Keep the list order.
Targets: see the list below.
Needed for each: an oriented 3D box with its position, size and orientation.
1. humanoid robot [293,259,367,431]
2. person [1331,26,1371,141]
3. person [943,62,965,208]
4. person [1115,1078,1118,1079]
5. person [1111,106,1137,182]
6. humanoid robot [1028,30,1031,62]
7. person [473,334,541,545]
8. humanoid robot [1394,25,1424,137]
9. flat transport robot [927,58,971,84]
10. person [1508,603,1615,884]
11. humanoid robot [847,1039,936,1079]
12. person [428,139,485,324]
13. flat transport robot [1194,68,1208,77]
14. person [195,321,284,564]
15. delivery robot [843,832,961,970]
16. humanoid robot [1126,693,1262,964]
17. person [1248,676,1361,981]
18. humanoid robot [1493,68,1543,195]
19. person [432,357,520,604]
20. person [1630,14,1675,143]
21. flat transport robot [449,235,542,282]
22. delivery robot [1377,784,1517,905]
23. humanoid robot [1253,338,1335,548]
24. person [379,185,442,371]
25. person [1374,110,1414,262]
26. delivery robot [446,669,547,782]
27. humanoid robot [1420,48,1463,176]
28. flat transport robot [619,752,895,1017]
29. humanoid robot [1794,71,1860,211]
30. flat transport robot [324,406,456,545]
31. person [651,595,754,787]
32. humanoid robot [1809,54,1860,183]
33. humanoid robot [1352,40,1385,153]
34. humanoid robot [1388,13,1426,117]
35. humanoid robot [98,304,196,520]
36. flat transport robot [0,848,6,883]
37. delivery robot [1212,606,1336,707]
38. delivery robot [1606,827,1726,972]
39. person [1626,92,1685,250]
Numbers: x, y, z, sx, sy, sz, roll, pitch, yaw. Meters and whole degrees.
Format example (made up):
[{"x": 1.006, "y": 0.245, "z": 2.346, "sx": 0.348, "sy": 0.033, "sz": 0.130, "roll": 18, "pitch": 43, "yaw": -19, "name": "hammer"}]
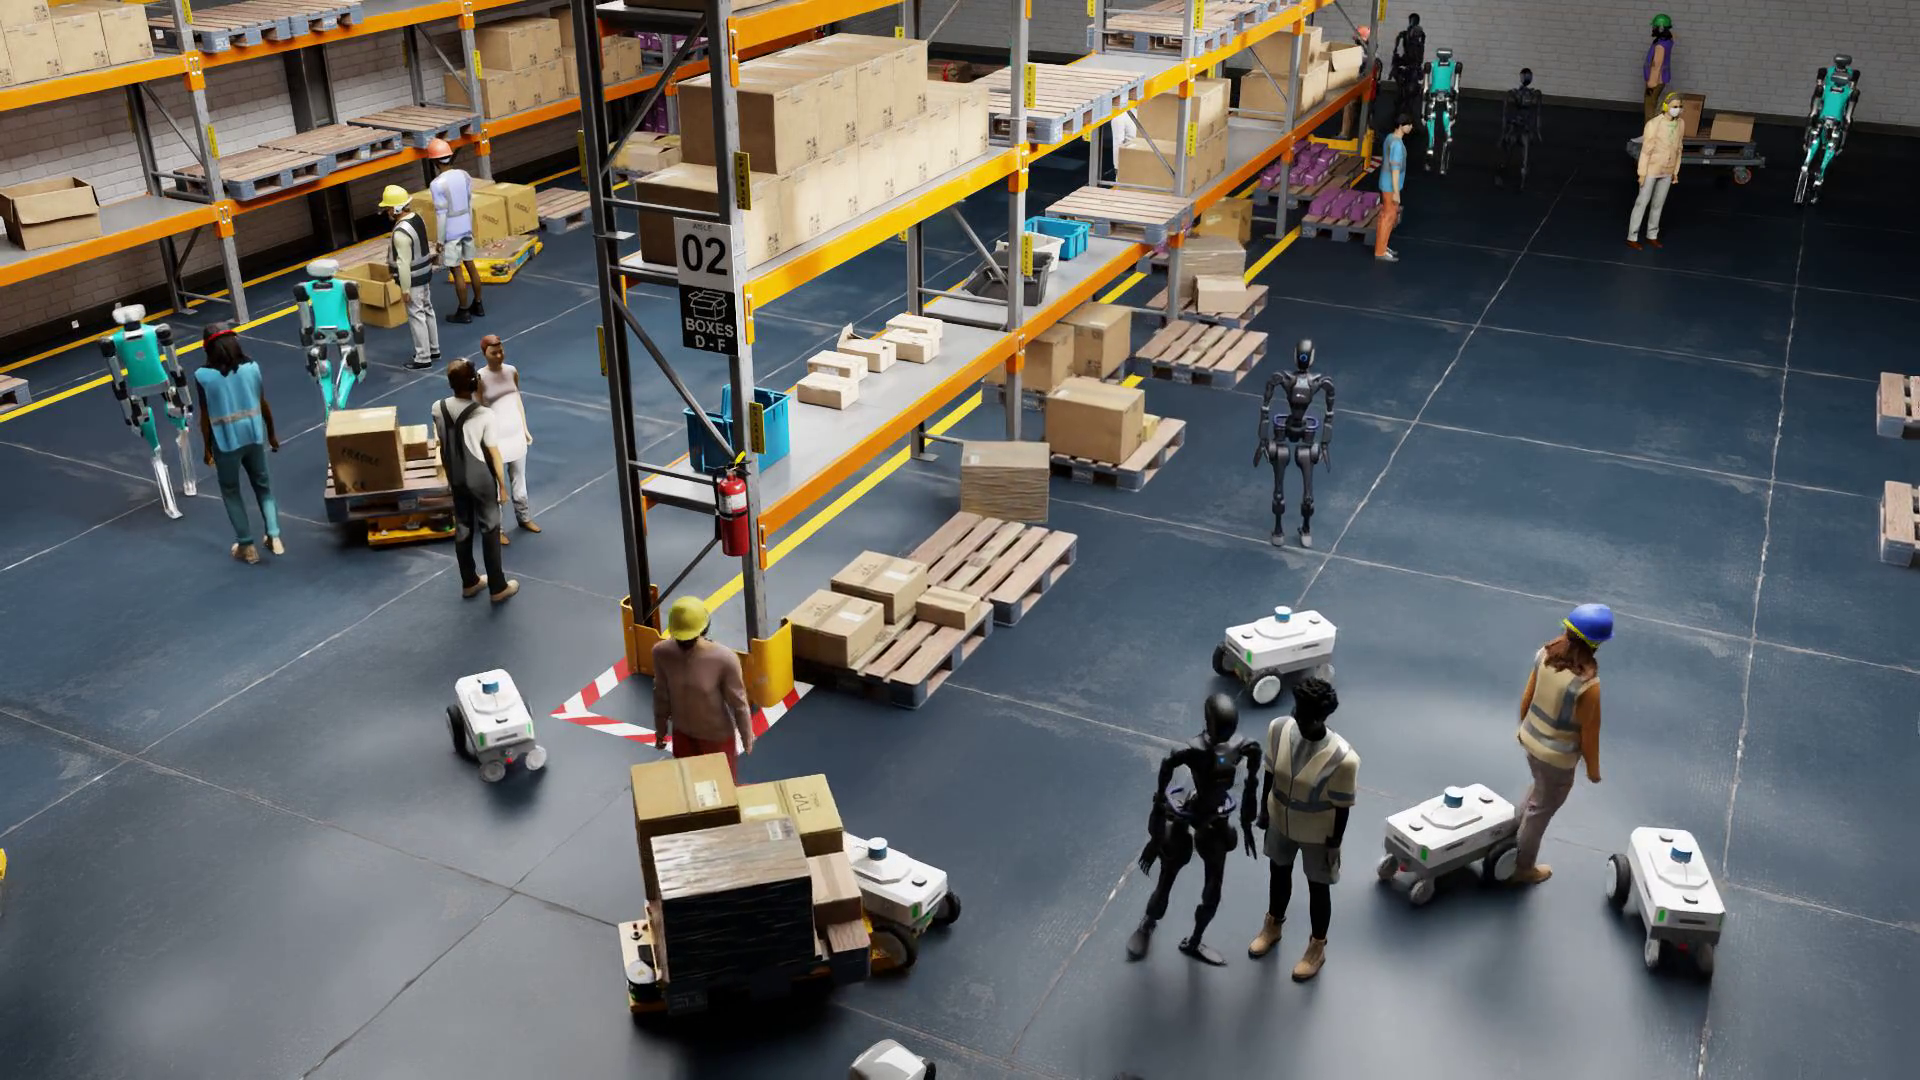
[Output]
[{"x": -5.309, "y": -1.408, "z": 14.005, "sx": 0.539, "sy": 1.751, "sz": 0.874, "roll": -2, "pitch": 26, "yaw": -4, "name": "humanoid robot"}, {"x": 5.970, "y": -6.819, "z": 24.904, "sx": 0.603, "sy": 1.717, "sz": 0.581, "roll": 13, "pitch": 29, "yaw": 25, "name": "person"}, {"x": -0.153, "y": -5.295, "z": 21.700, "sx": 0.387, "sy": 1.841, "sz": 0.563, "roll": 18, "pitch": 32, "yaw": 32, "name": "person"}, {"x": 0.496, "y": 2.622, "z": 5.663, "sx": 0.529, "sy": 1.882, "sz": 0.619, "roll": 18, "pitch": 32, "yaw": 32, "name": "person"}, {"x": 2.112, "y": -4.591, "z": 20.213, "sx": 0.639, "sy": 1.904, "sz": 0.413, "roll": -24, "pitch": 35, "yaw": -39, "name": "person"}, {"x": 0.697, "y": -6.576, "z": 24.393, "sx": 0.667, "sy": 1.787, "sz": 0.536, "roll": 3, "pitch": 27, "yaw": 6, "name": "humanoid robot"}, {"x": -3.512, "y": -0.782, "z": 12.787, "sx": 0.285, "sy": 1.661, "sz": 0.440, "roll": 22, "pitch": 34, "yaw": 37, "name": "person"}, {"x": 6.928, "y": -7.013, "z": 25.356, "sx": 0.386, "sy": 1.633, "sz": 0.599, "roll": 1, "pitch": 26, "yaw": 2, "name": "humanoid robot"}, {"x": -0.424, "y": -6.645, "z": 26.202, "sx": 1.431, "sy": 0.231, "sz": 0.659, "roll": 12, "pitch": 29, "yaw": 23, "name": "flat transport robot"}, {"x": 3.204, "y": 1.105, "z": 8.863, "sx": 0.409, "sy": 1.760, "sz": 0.478, "roll": -9, "pitch": 28, "yaw": -17, "name": "person"}, {"x": -0.063, "y": 2.541, "z": 5.841, "sx": 0.735, "sy": 1.677, "sz": 0.533, "roll": 17, "pitch": 31, "yaw": 30, "name": "humanoid robot"}, {"x": -5.312, "y": -3.229, "z": 17.431, "sx": 0.371, "sy": 1.930, "sz": 0.542, "roll": 12, "pitch": 29, "yaw": 22, "name": "person"}, {"x": 3.559, "y": -7.406, "z": 27.739, "sx": 1.431, "sy": 0.231, "sz": 0.659, "roll": 21, "pitch": 33, "yaw": 36, "name": "flat transport robot"}, {"x": -5.367, "y": -0.732, "z": 12.462, "sx": 0.555, "sy": 1.855, "sz": 0.419, "roll": -24, "pitch": 35, "yaw": -39, "name": "person"}, {"x": -0.415, "y": 1.837, "z": 8.736, "sx": 0.773, "sy": 0.586, "sz": 0.499, "roll": 16, "pitch": 30, "yaw": 28, "name": "delivery robot"}, {"x": 1.184, "y": 1.427, "z": 8.318, "sx": 0.616, "sy": 1.645, "sz": 0.473, "roll": -7, "pitch": 27, "yaw": -14, "name": "humanoid robot"}, {"x": 1.712, "y": 1.419, "z": 8.305, "sx": 0.320, "sy": 1.693, "sz": 0.532, "roll": -24, "pitch": 35, "yaw": -39, "name": "person"}, {"x": 7.524, "y": -5.519, "z": 22.382, "sx": 0.601, "sy": 1.640, "sz": 0.713, "roll": -2, "pitch": 26, "yaw": -4, "name": "humanoid robot"}, {"x": -3.458, "y": -0.415, "z": 11.857, "sx": 0.499, "sy": 1.839, "sz": 0.343, "roll": 8, "pitch": 27, "yaw": 15, "name": "person"}, {"x": 10.311, "y": -6.816, "z": 24.689, "sx": 0.429, "sy": 1.924, "sz": 0.528, "roll": 11, "pitch": 29, "yaw": 22, "name": "person"}, {"x": -5.419, "y": -3.308, "z": 19.460, "sx": 0.659, "sy": 0.231, "sz": 1.431, "roll": 2, "pitch": 26, "yaw": 3, "name": "flat transport robot"}, {"x": 2.704, "y": 1.628, "z": 9.168, "sx": 0.781, "sy": 0.595, "sz": 0.499, "roll": -14, "pitch": 30, "yaw": -26, "name": "delivery robot"}, {"x": 2.542, "y": -0.736, "z": 12.666, "sx": 0.588, "sy": 1.649, "sz": 0.343, "roll": 3, "pitch": 27, "yaw": 6, "name": "humanoid robot"}, {"x": -5.338, "y": -2.547, "z": 16.176, "sx": 0.403, "sy": 1.825, "sz": 0.589, "roll": 0, "pitch": 26, "yaw": 0, "name": "person"}, {"x": 5.073, "y": -4.139, "z": 19.462, "sx": 0.343, "sy": 1.758, "sz": 0.504, "roll": 2, "pitch": 26, "yaw": 5, "name": "person"}, {"x": -2.855, "y": 1.102, "z": 10.241, "sx": 0.522, "sy": 0.605, "sz": 0.777, "roll": -12, "pitch": 29, "yaw": -23, "name": "delivery robot"}, {"x": 6.648, "y": -5.840, "z": 22.982, "sx": 0.530, "sy": 1.761, "sz": 1.039, "roll": 3, "pitch": 26, "yaw": 5, "name": "humanoid robot"}, {"x": -1.020, "y": 2.056, "z": 8.626, "sx": 1.431, "sy": 0.231, "sz": 0.659, "roll": -7, "pitch": 27, "yaw": -14, "name": "flat transport robot"}, {"x": 11.122, "y": -5.093, "z": 21.483, "sx": 0.536, "sy": 1.783, "sz": 1.040, "roll": 17, "pitch": 31, "yaw": 31, "name": "humanoid robot"}, {"x": -4.436, "y": -0.359, "z": 13.503, "sx": 0.659, "sy": 0.231, "sz": 1.431, "roll": -7, "pitch": 27, "yaw": -13, "name": "flat transport robot"}, {"x": -1.370, "y": 1.014, "z": 9.073, "sx": 0.546, "sy": 1.744, "sz": 0.575, "roll": 11, "pitch": 29, "yaw": 22, "name": "person"}, {"x": 11.831, "y": -5.631, "z": 22.549, "sx": 0.541, "sy": 1.765, "sz": 1.024, "roll": 5, "pitch": 27, "yaw": 10, "name": "humanoid robot"}, {"x": 6.011, "y": -6.450, "z": 24.265, "sx": 0.736, "sy": 1.640, "sz": 0.594, "roll": 12, "pitch": 29, "yaw": 22, "name": "humanoid robot"}, {"x": 7.040, "y": -7.541, "z": 26.423, "sx": 0.590, "sy": 1.634, "sz": 0.513, "roll": -9, "pitch": 28, "yaw": -17, "name": "humanoid robot"}, {"x": -6.467, "y": -1.092, "z": 13.354, "sx": 0.566, "sy": 1.788, "sz": 0.886, "roll": -12, "pitch": 29, "yaw": -23, "name": "humanoid robot"}, {"x": -5.390, "y": 2.068, "z": 8.600, "sx": 0.659, "sy": 0.231, "sz": 1.431, "roll": -10, "pitch": 28, "yaw": -19, "name": "flat transport robot"}, {"x": 2.102, "y": 0.722, "z": 10.989, "sx": 0.789, "sy": 0.587, "sz": 0.499, "roll": -10, "pitch": 28, "yaw": -20, "name": "delivery robot"}, {"x": 3.740, "y": 1.847, "z": 8.747, "sx": 0.499, "sy": 0.614, "sz": 0.818, "roll": 4, "pitch": 27, "yaw": 7, "name": "delivery robot"}, {"x": 8.351, "y": -4.430, "z": 19.930, "sx": 0.559, "sy": 1.869, "sz": 0.390, "roll": -8, "pitch": 27, "yaw": -16, "name": "person"}]
